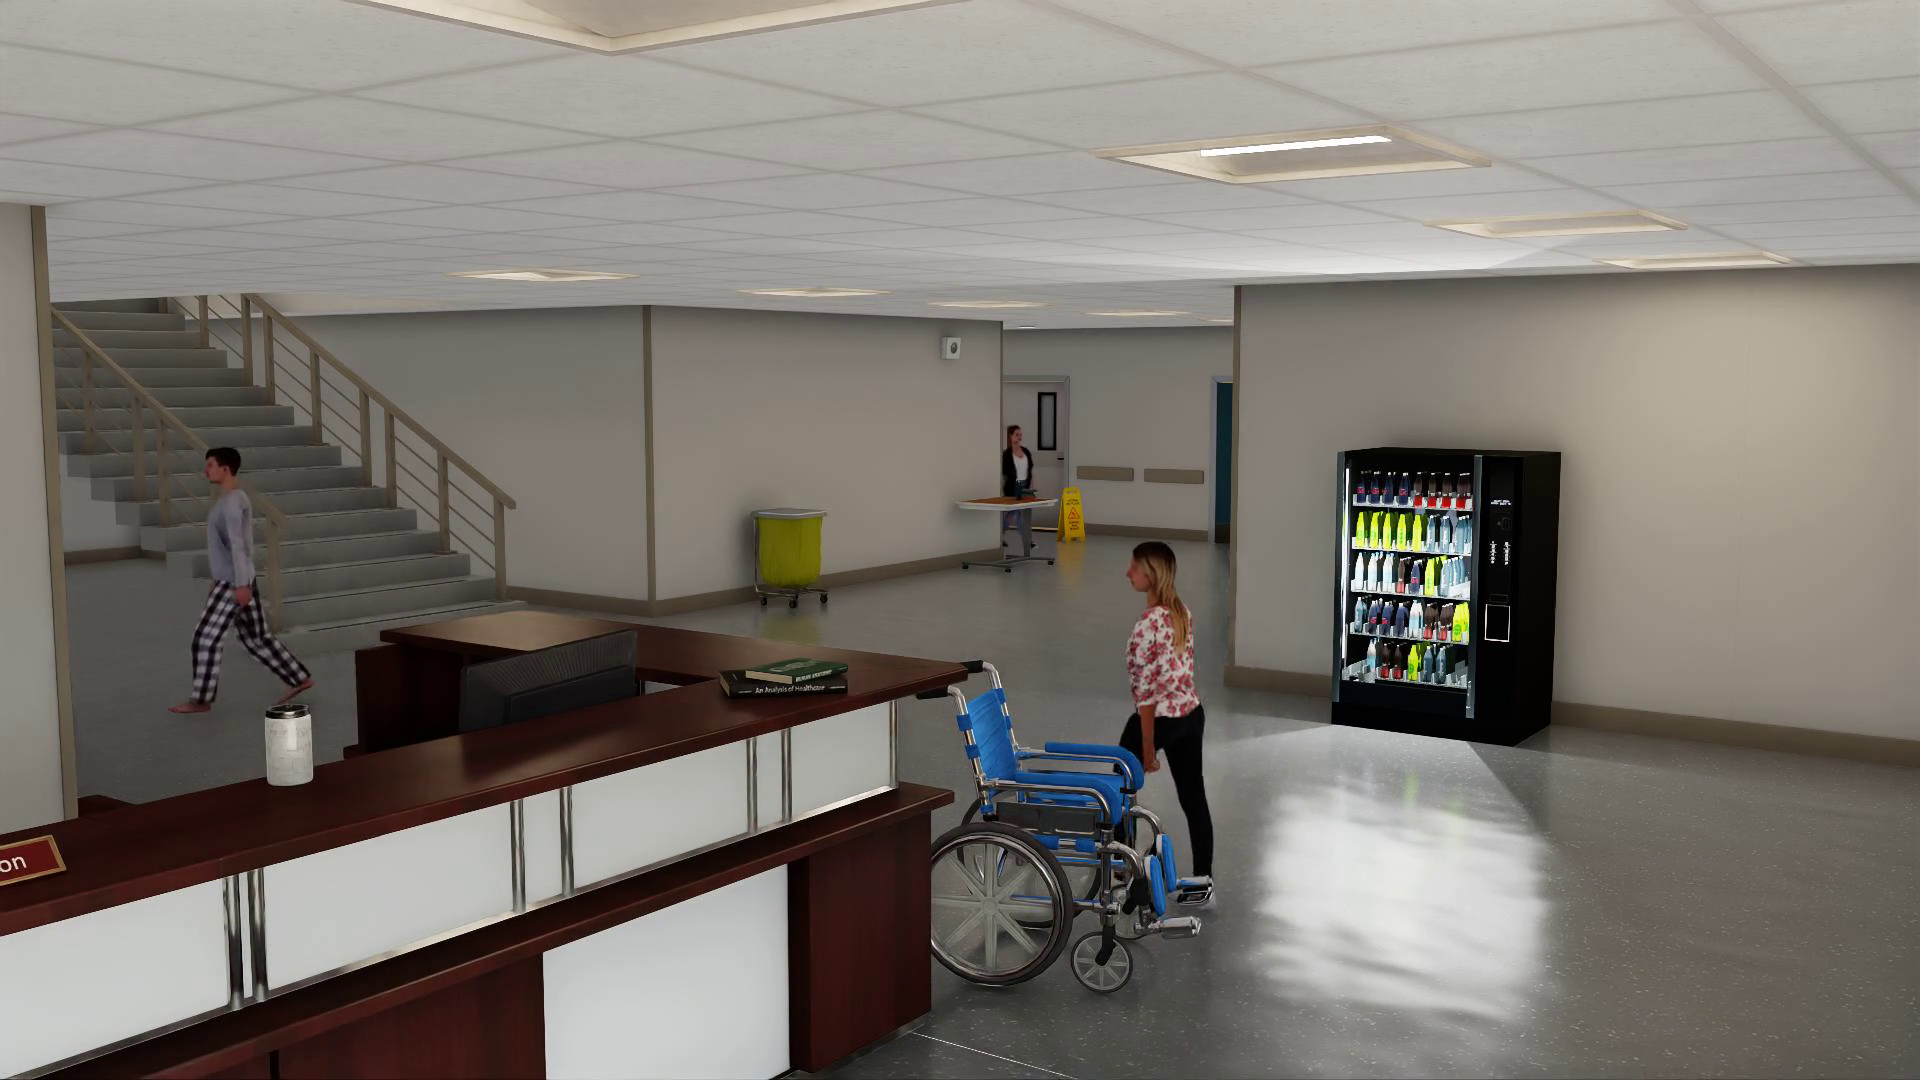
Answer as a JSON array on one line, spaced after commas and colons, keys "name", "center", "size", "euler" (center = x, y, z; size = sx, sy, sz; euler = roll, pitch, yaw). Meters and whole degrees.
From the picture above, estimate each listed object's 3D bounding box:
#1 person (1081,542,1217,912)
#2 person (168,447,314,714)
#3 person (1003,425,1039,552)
[{"name": "person", "center": [0.958, 0.830, 7.191], "size": [0.686, 1.603, 0.881], "euler": [-5, 8, -43]}, {"name": "person", "center": [-4.904, 0.298, 11.481], "size": [1.109, 1.804, 1.191], "euler": [-2, 6, -23]}, {"name": "person", "center": [0.670, -0.633, 21.623], "size": [0.862, 1.625, 1.233], "euler": [-4, 7, -36]}]
